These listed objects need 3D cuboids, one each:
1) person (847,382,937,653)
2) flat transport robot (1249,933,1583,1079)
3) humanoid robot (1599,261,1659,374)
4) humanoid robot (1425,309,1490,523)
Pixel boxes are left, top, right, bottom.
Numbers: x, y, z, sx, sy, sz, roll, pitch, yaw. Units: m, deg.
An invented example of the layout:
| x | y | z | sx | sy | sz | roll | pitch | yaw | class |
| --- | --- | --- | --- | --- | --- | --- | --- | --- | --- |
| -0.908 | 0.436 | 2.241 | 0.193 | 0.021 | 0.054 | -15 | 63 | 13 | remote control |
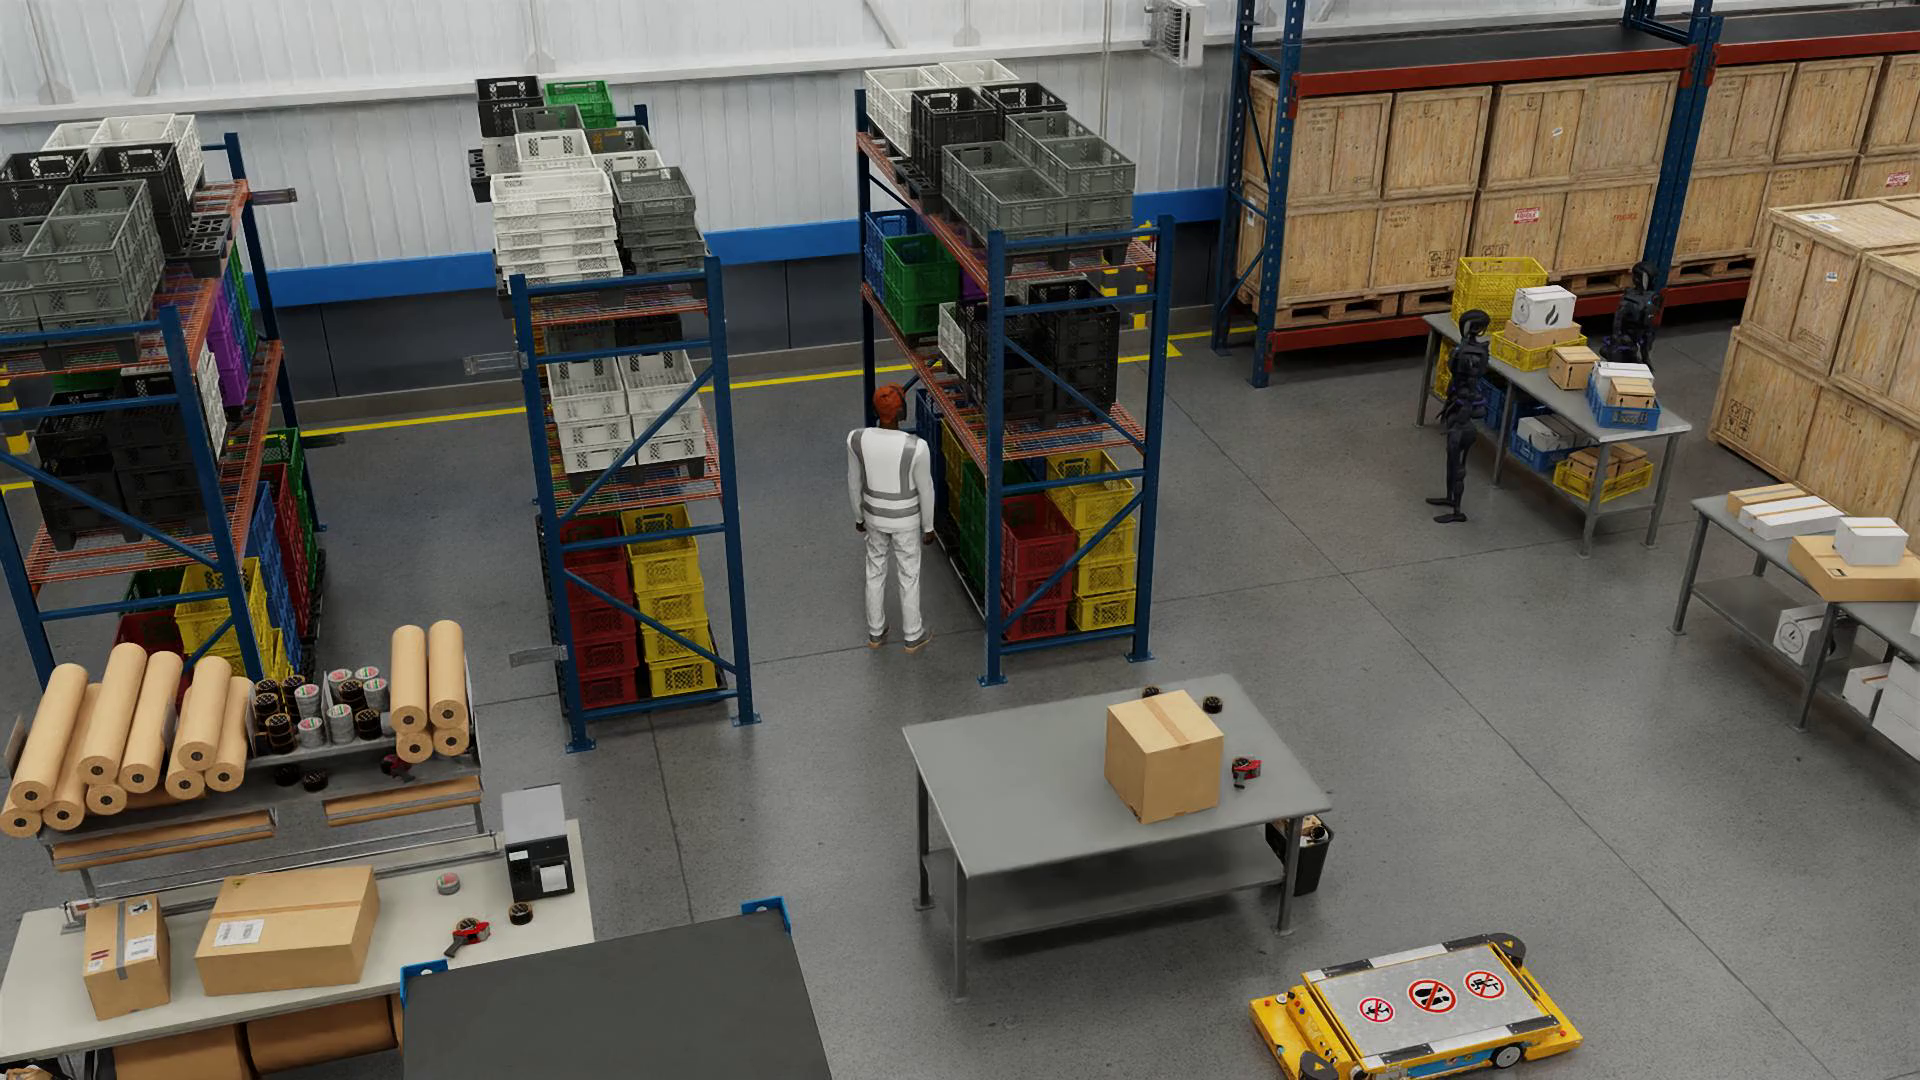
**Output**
| x | y | z | sx | sy | sz | roll | pitch | yaw | class |
| --- | --- | --- | --- | --- | --- | --- | --- | --- | --- |
| -0.429 | -0.134 | 10.730 | 0.574 | 1.882 | 0.356 | 9 | 30 | 16 | person |
| 2.184 | 2.282 | 7.980 | 1.431 | 0.197 | 0.652 | -8 | 30 | -14 | flat transport robot |
| 5.313 | -1.430 | 13.285 | 0.603 | 1.657 | 0.316 | -20 | 35 | -32 | humanoid robot |
| 3.710 | -0.935 | 12.387 | 0.331 | 1.657 | 0.584 | 2 | 29 | 4 | humanoid robot |
